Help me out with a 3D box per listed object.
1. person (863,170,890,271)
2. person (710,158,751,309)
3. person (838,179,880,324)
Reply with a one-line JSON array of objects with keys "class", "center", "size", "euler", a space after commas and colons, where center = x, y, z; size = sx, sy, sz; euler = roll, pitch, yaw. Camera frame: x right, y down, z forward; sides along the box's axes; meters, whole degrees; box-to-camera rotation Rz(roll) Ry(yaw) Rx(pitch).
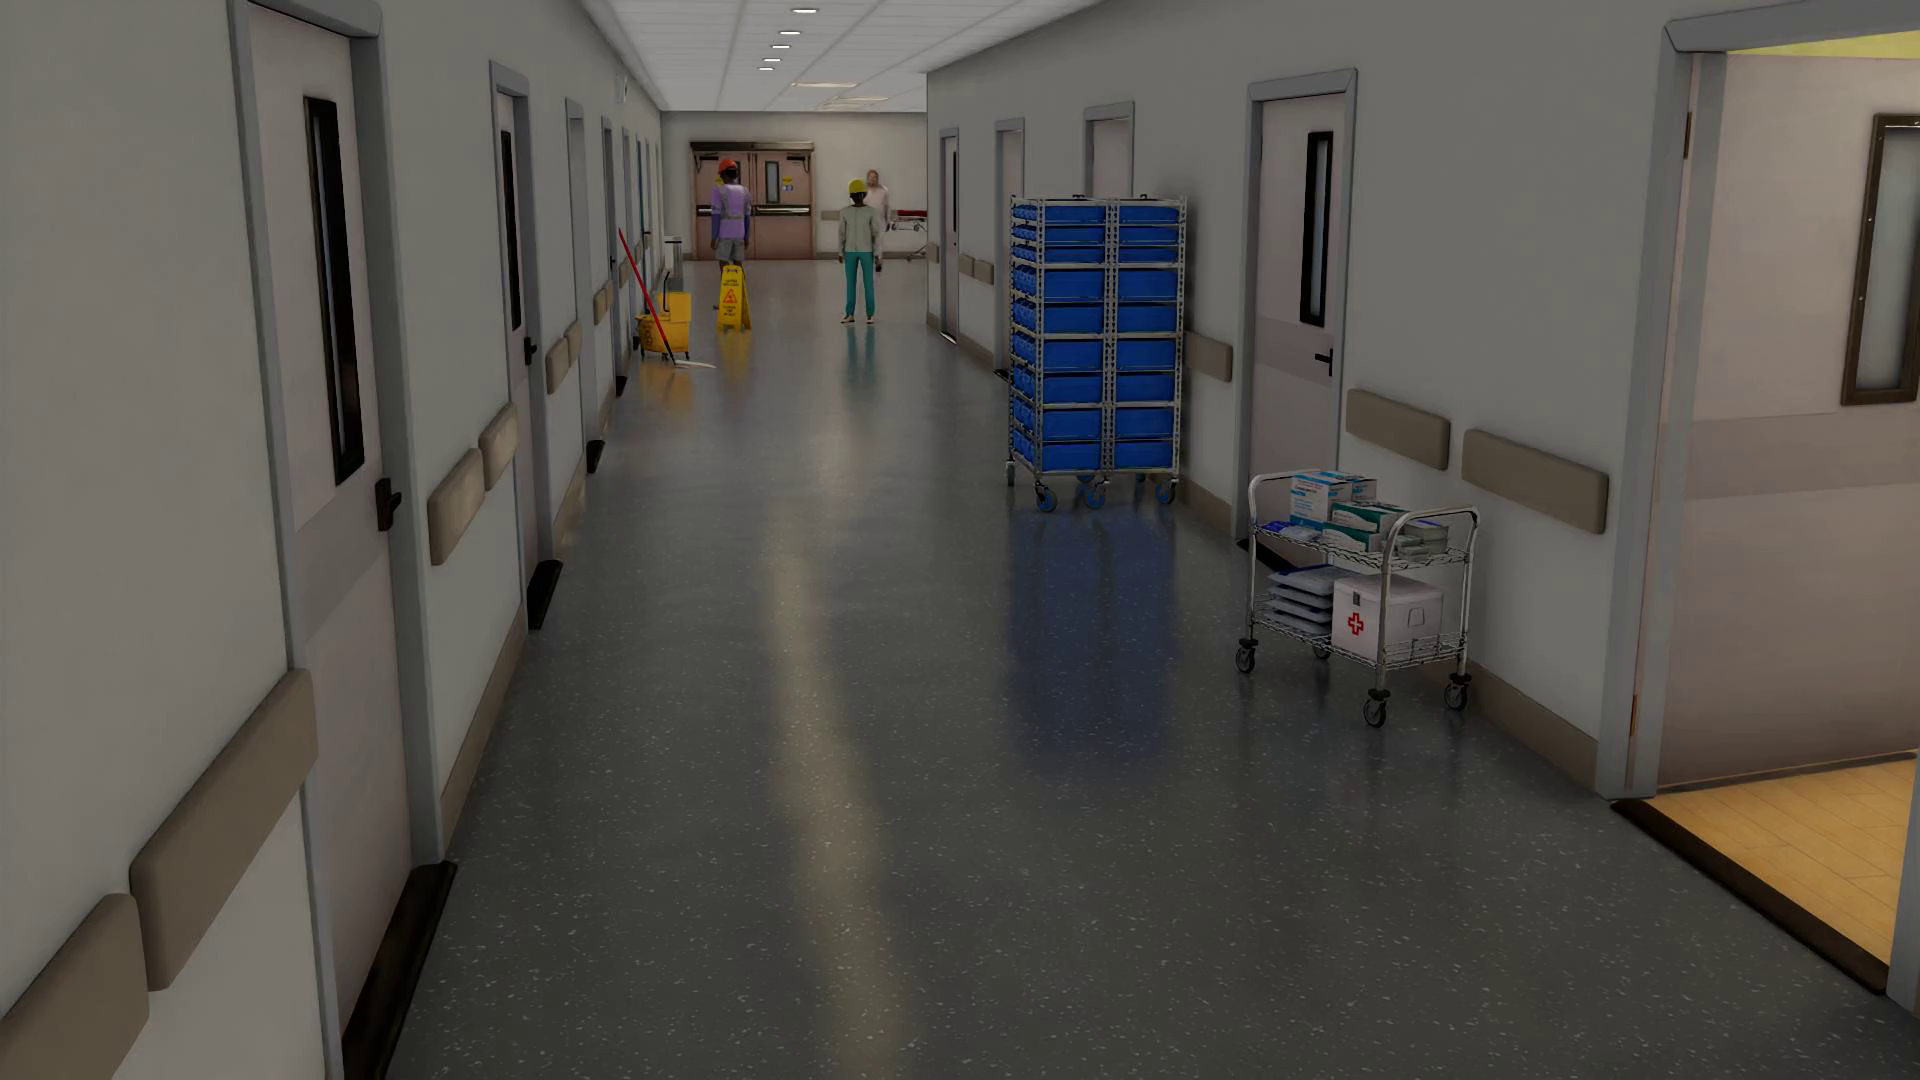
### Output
[{"class": "person", "center": [-1.629, -5.932, 30.920], "size": [0.667, 1.853, 1.017], "euler": [-1, 13, -4]}, {"class": "person", "center": [-3.131, -4.149, 22.615], "size": [0.618, 2.028, 0.409], "euler": [-12, 17, -42]}, {"class": "person", "center": [-1.254, -3.562, 20.582], "size": [0.533, 1.768, 0.310], "euler": [3, 13, 12]}]
